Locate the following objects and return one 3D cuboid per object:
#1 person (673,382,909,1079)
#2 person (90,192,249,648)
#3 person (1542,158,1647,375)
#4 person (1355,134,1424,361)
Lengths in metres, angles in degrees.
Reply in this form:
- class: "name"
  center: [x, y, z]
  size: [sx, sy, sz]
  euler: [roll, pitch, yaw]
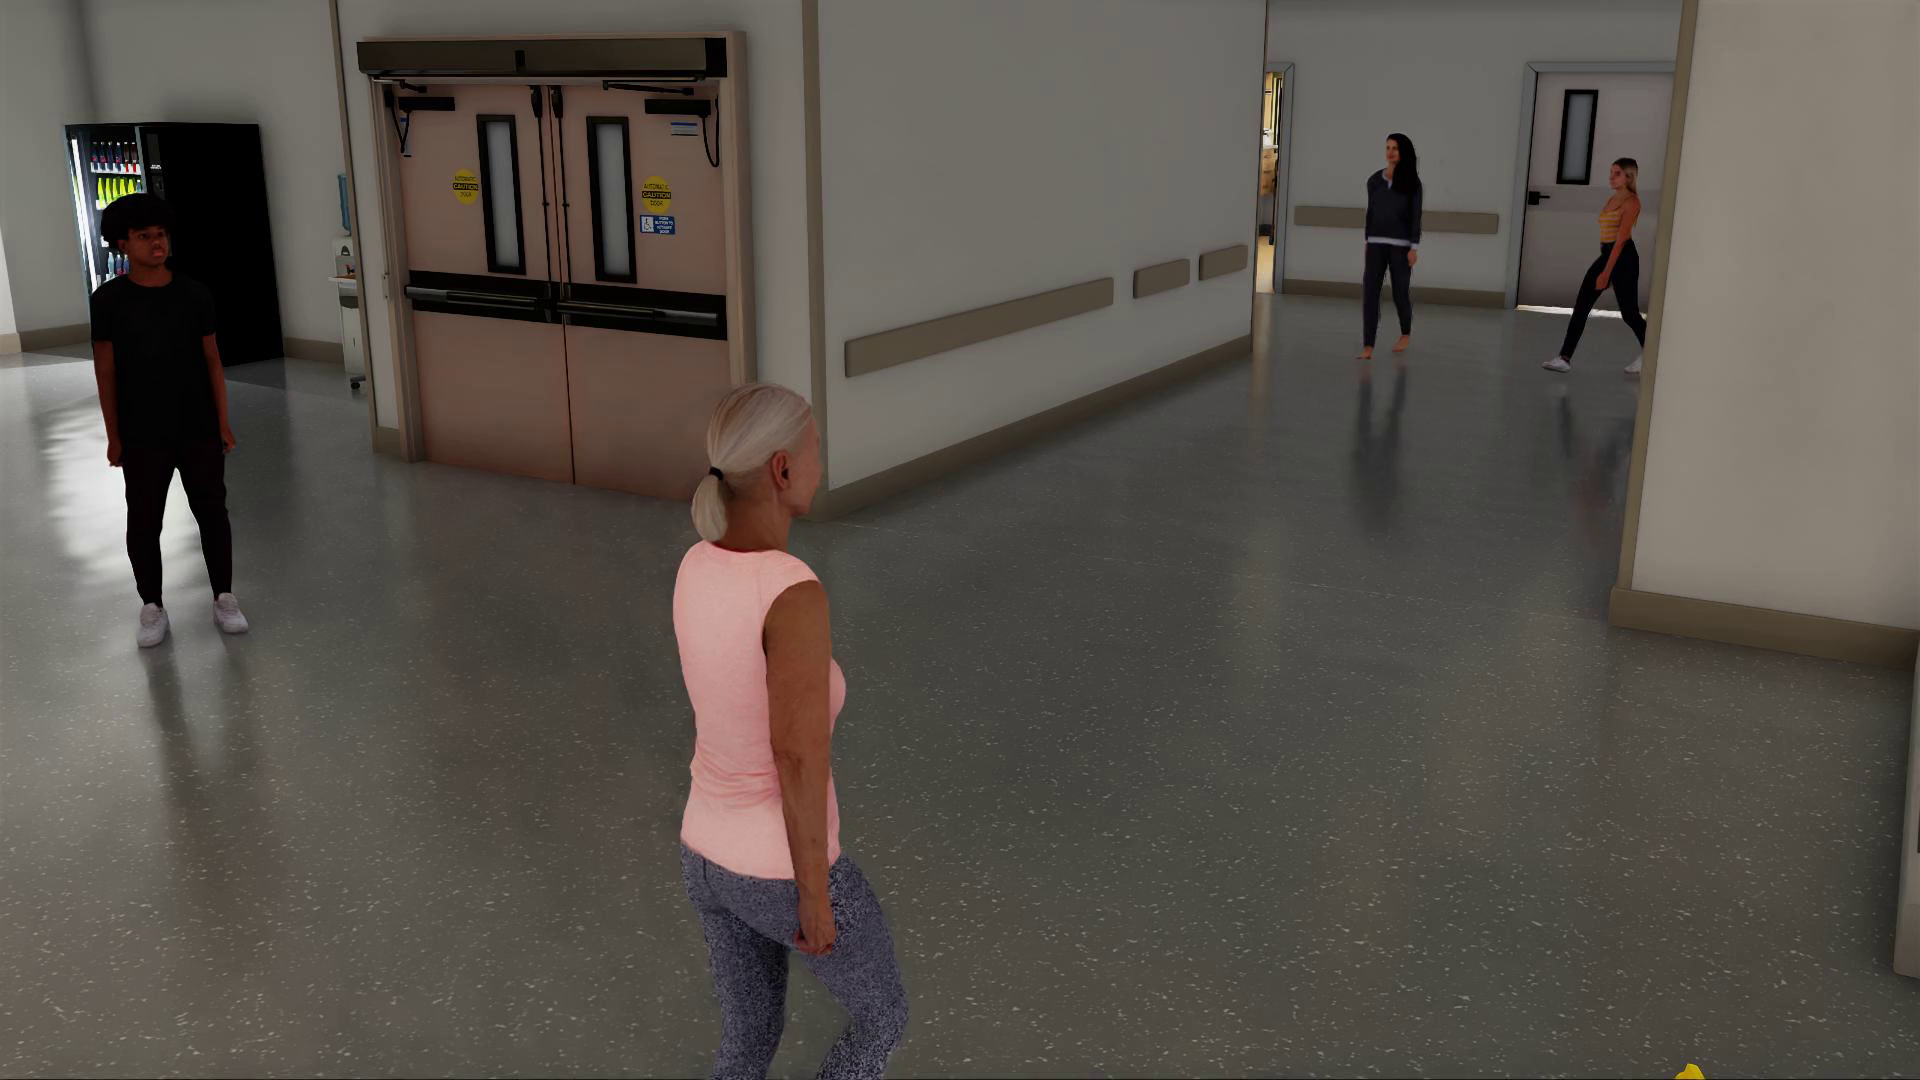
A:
- class: "person"
  center: [-0.403, 0.591, 2.936]
  size: [0.698, 1.718, 0.595]
  euler: [-14, 21, -41]
- class: "person"
  center: [-3.165, -0.490, 6.648]
  size: [0.719, 1.785, 0.732]
  euler: [-9, 18, -28]
- class: "person"
  center: [4.910, -1.968, 12.248]
  size: [1.130, 1.590, 1.019]
  euler: [-2, 16, -6]
- class: "person"
  center: [3.436, -2.296, 13.152]
  size: [1.022, 1.731, 0.695]
  euler: [10, 18, 31]
